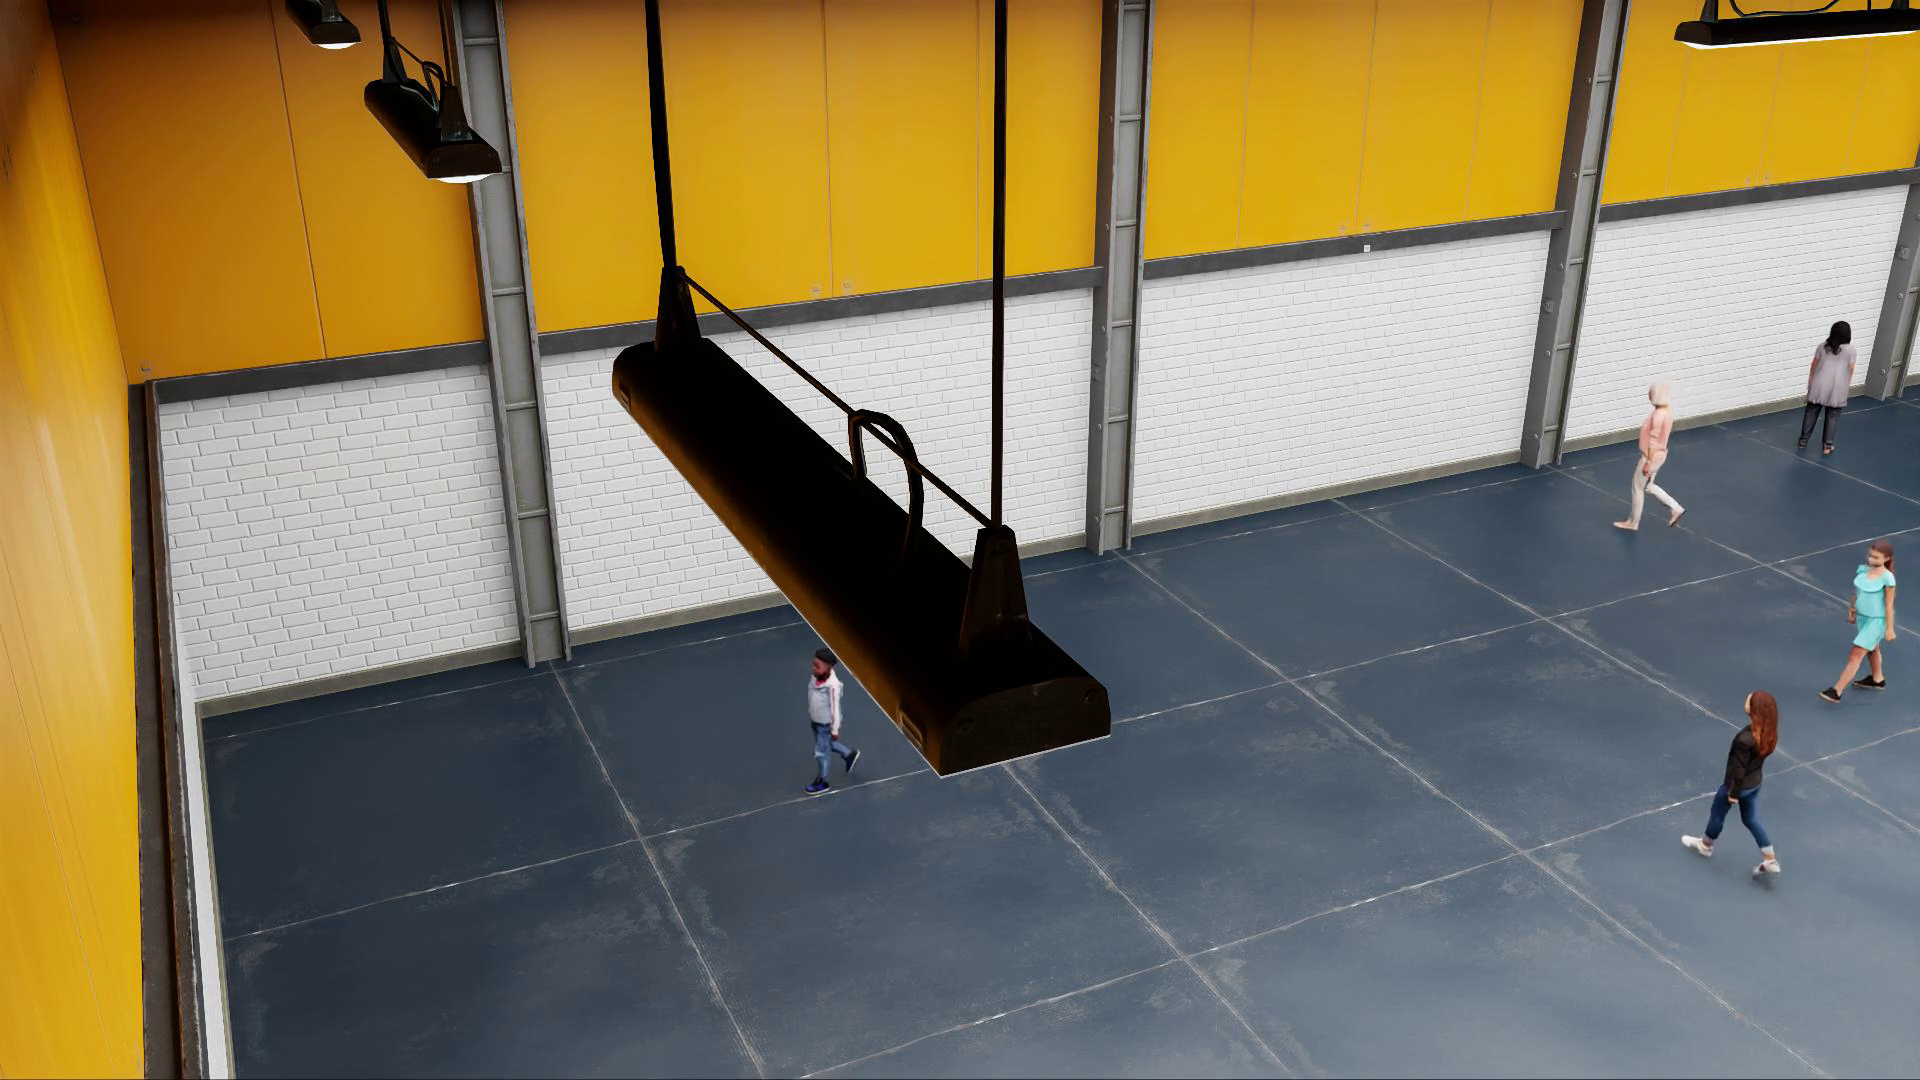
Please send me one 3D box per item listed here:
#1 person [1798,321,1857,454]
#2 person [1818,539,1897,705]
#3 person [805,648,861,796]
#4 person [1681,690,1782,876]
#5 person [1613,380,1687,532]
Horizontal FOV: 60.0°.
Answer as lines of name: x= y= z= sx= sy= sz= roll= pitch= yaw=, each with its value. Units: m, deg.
person: x=10.597 y=-1.878 z=20.293 sx=0.772 sy=1.599 sz=0.813 roll=18 pitch=29 yaw=35
person: x=7.985 y=0.705 z=14.492 sx=1.091 sy=1.515 sz=0.795 roll=-2 pitch=24 yaw=-4
person: x=-1.021 y=1.402 z=13.229 sx=0.753 sy=1.249 sz=0.499 roll=-13 pitch=27 yaw=-27
person: x=5.760 y=1.787 z=12.087 sx=0.940 sy=1.458 sz=0.738 roll=-15 pitch=28 yaw=-31
person: x=7.523 y=-0.871 z=17.856 sx=0.983 sy=1.706 sz=0.964 roll=11 pitch=26 yaw=23
